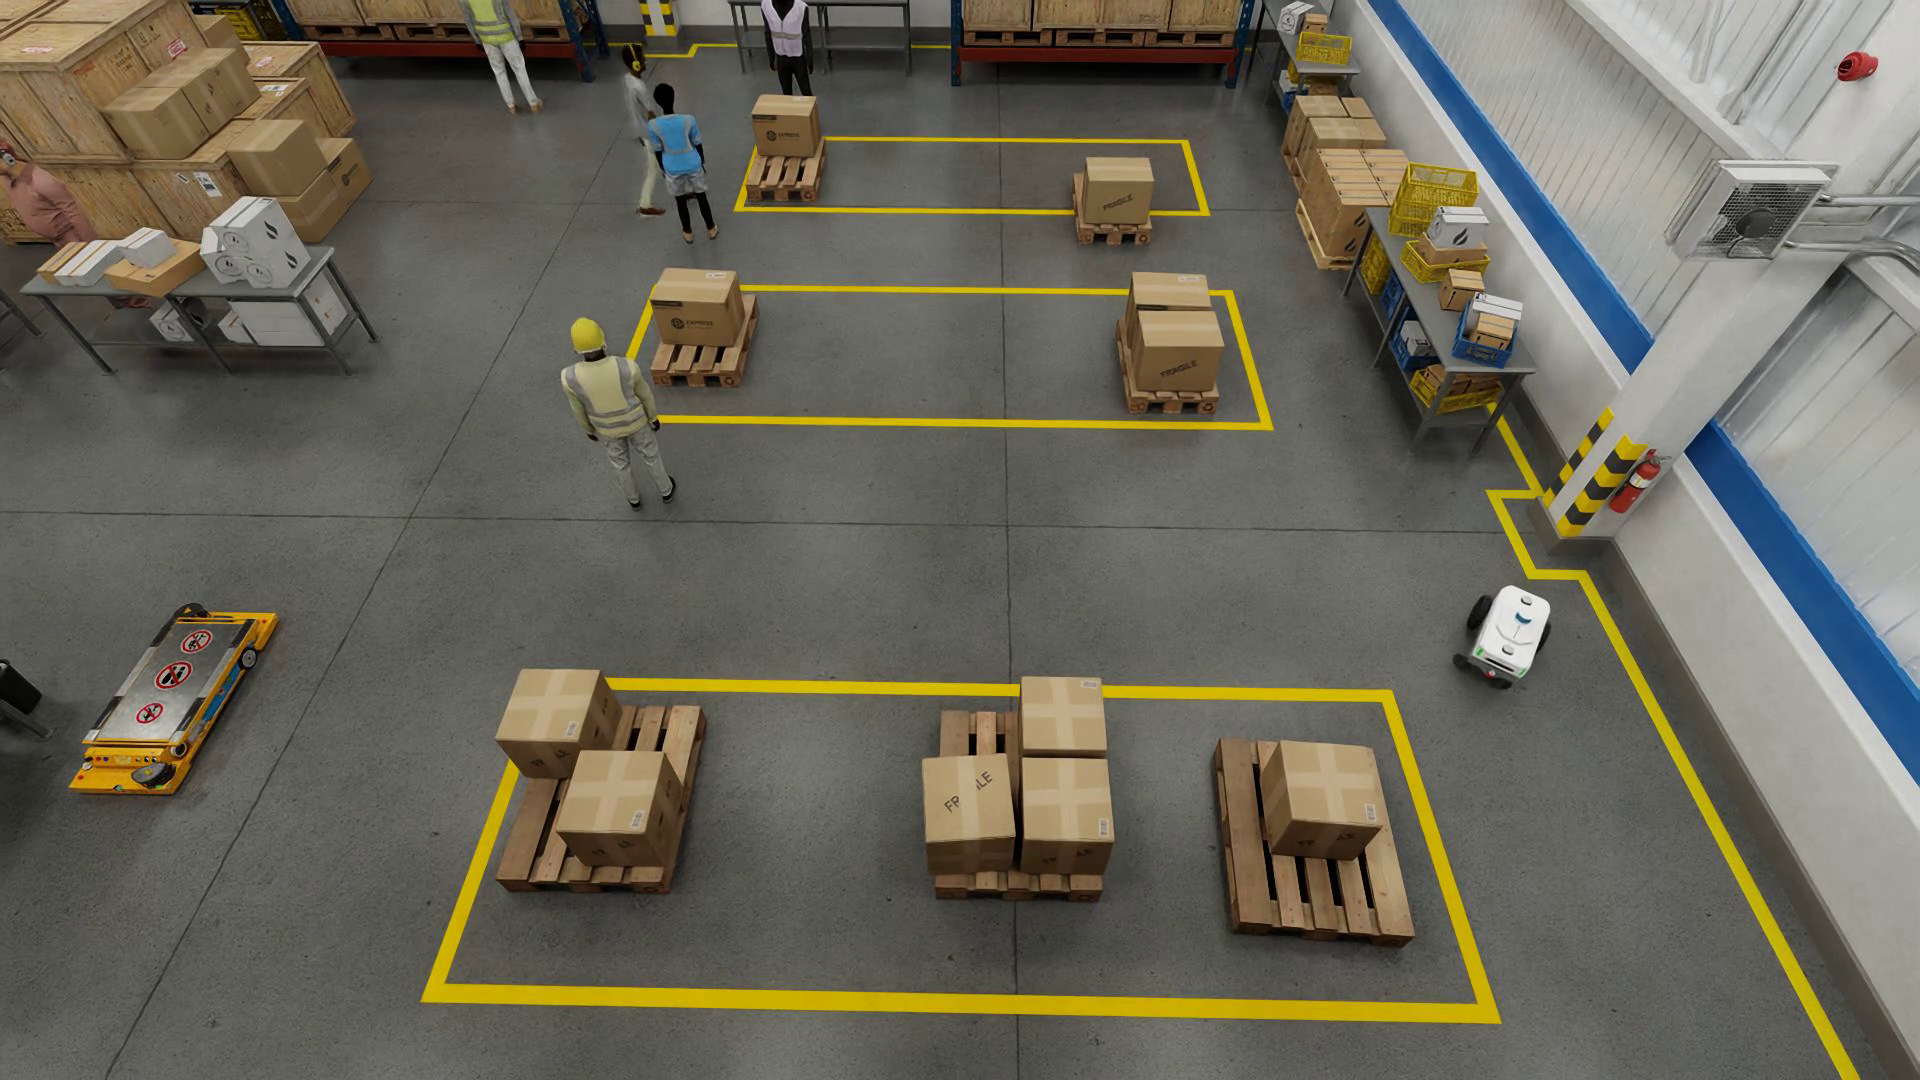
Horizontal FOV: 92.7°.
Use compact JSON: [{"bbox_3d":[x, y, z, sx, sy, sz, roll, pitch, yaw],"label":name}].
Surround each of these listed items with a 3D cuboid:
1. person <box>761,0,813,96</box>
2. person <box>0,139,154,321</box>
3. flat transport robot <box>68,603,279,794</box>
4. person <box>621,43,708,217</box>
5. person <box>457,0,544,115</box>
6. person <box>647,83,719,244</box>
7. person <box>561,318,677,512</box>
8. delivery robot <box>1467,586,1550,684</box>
[{"bbox_3d":[-2.095,-6.016,11.376,0.592,1.910,0.386,8,50,7],"label":"person"},{"bbox_3d":[-8.483,-2.882,8.723,0.641,1.910,0.401,18,52,15],"label":"person"},{"bbox_3d":[-5.504,1.072,6.442,0.652,0.197,1.431,1,50,1],"label":"flat transport robot"},{"bbox_3d":[-3.395,-4.515,10.156,0.847,1.835,0.519,-19,52,-15],"label":"person"},{"bbox_3d":[-5.939,-6.466,11.800,0.633,1.839,0.429,-6,50,-5],"label":"person"},{"bbox_3d":[-2.964,-3.992,9.801,0.531,1.692,0.320,-11,51,-9],"label":"person"},{"bbox_3d":[-2.645,-0.948,7.133,0.586,1.837,0.403,-13,51,-10],"label":"person"},{"bbox_3d":[3.931,0.666,6.541,0.477,0.478,0.707,28,55,22],"label":"delivery robot"}]
